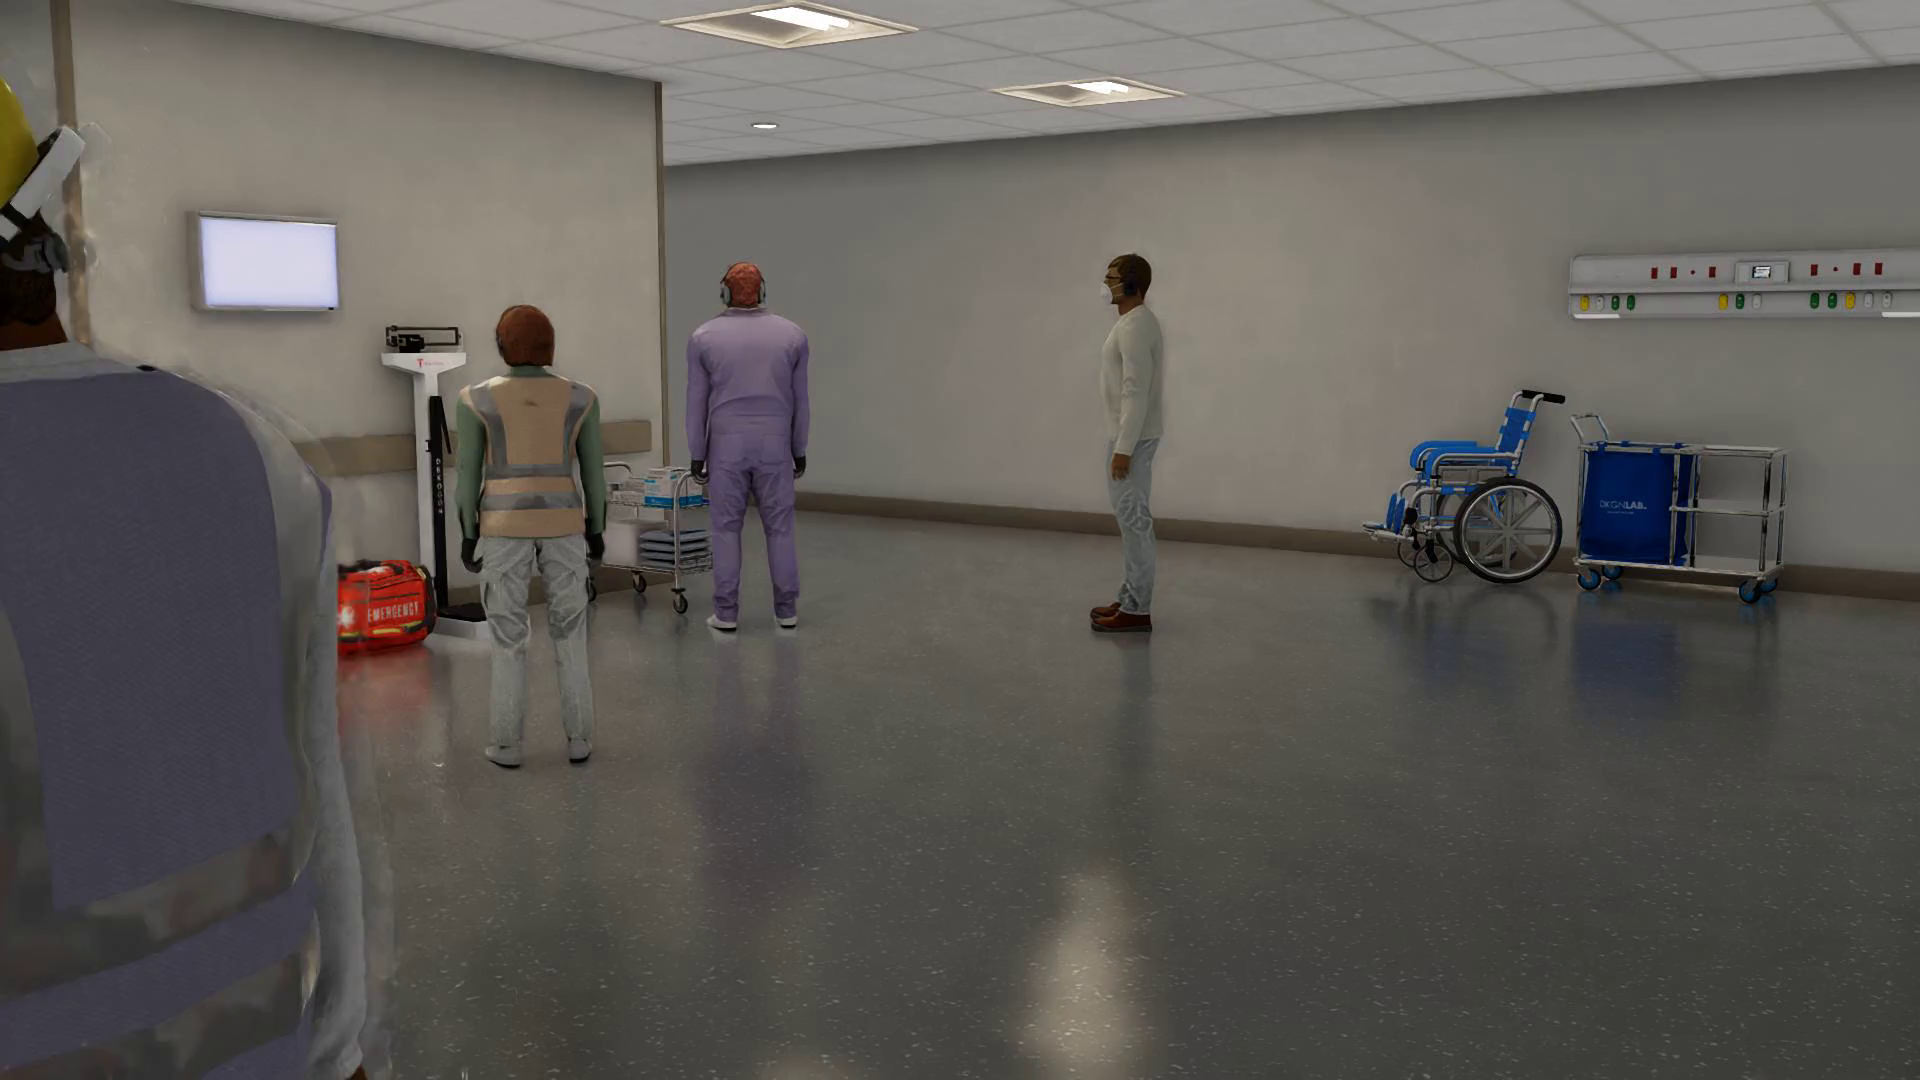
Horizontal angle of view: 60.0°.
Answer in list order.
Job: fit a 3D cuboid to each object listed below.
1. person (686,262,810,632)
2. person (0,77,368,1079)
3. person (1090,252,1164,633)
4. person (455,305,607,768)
[{"bbox_3d":[-1.096,-0.480,8.605,0.644,1.899,0.404,-2,7,-16],"label":"person"},{"bbox_3d":[-0.692,0.478,1.356,0.825,1.788,0.614,3,8,21],"label":"person"},{"bbox_3d":[0.860,-0.495,8.541,0.372,1.940,0.632,1,7,5],"label":"person"},{"bbox_3d":[-1.507,-0.011,5.885,0.518,1.628,0.318,-3,8,-24],"label":"person"}]
